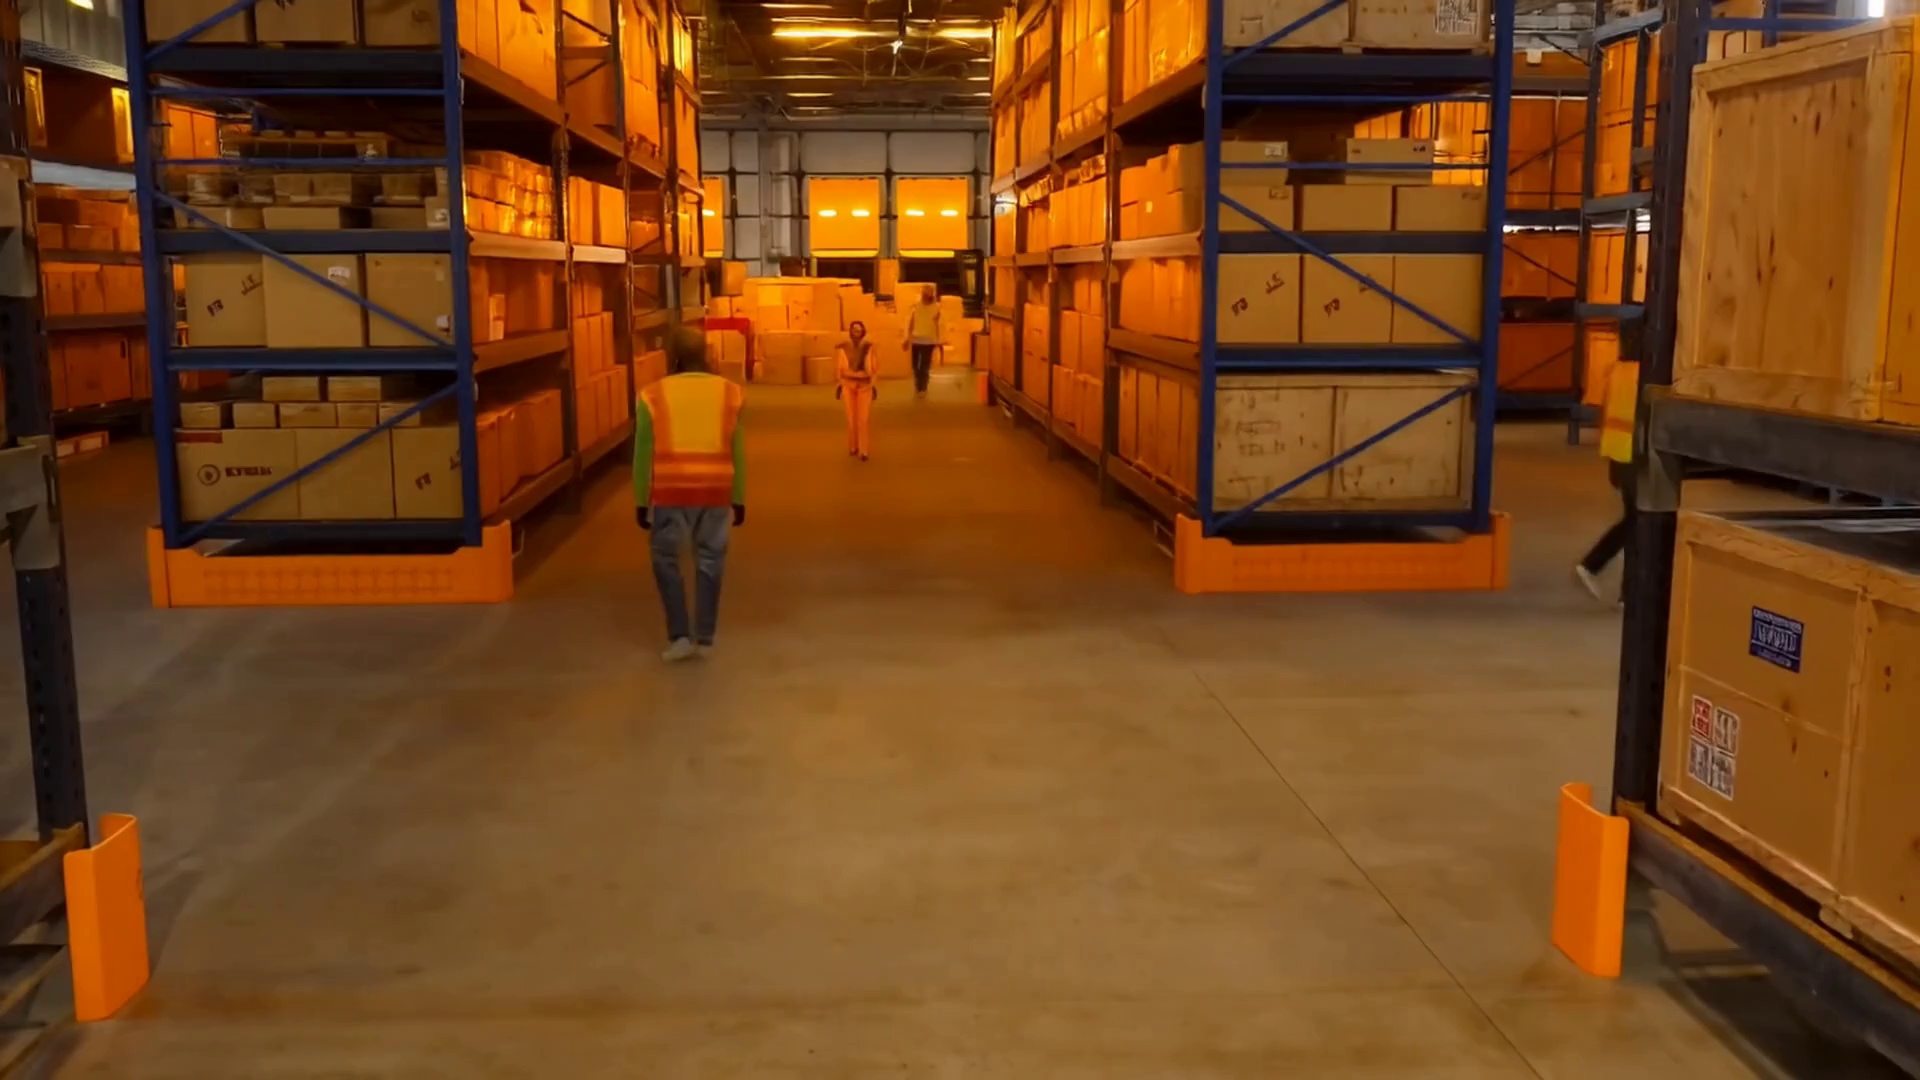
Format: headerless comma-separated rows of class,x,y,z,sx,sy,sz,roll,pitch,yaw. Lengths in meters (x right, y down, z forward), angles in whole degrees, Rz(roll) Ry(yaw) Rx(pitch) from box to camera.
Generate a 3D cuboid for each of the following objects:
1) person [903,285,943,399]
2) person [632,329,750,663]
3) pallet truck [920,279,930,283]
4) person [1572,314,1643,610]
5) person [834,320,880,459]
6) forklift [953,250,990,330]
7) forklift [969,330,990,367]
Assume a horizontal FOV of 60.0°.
person,-0.635,-3.411,28.650,0.691,1.949,0.636,1,9,4
person,-1.459,-0.225,9.039,0.636,1.830,0.452,-3,10,-20
pallet truck,-0.932,-8.922,63.114,1.885,1.965,0.823,2,9,13
person,4.219,-0.487,10.432,0.487,1.906,0.620,-1,9,-4
person,-1.192,-1.727,19.201,0.522,1.592,0.877,0,9,0
forklift,0.279,-6.743,46.671,1.129,2.768,1.873,7,11,37
forklift,1.191,-4.150,30.388,1.873,2.768,1.129,-5,10,-28
